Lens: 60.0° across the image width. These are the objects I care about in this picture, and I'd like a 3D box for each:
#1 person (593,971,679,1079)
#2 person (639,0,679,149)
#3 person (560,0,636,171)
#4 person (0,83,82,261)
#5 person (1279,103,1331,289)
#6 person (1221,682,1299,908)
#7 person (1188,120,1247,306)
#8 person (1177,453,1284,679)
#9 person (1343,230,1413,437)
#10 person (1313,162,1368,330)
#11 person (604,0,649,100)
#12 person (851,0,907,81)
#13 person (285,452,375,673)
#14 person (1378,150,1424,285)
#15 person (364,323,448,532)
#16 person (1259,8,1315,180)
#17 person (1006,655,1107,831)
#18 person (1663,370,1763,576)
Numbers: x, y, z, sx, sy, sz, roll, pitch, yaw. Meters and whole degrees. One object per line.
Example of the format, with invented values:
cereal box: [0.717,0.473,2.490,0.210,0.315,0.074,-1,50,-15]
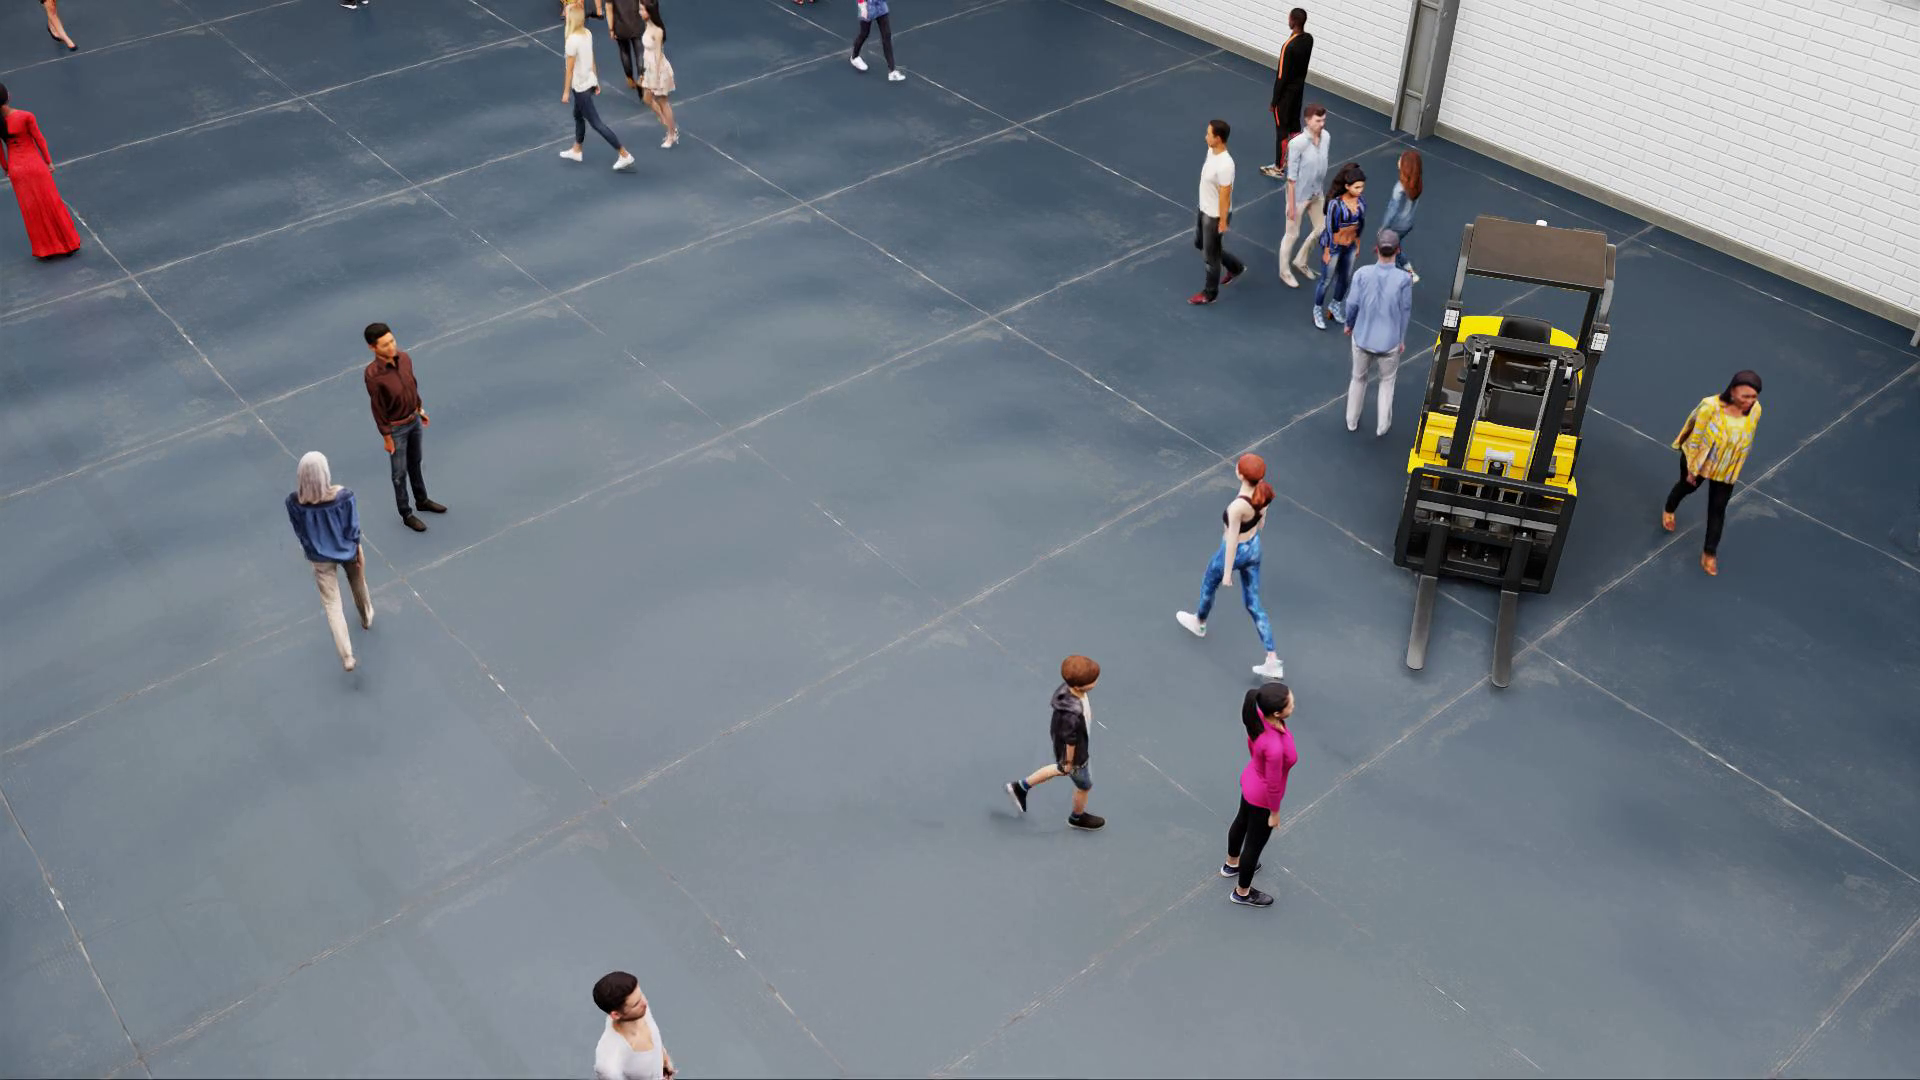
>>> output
person: [-1.682,2.736,8.147,0.893,1.840,0.833,4,39,4]
person: [-3.162,-5.037,17.972,0.683,1.725,0.571,-16,41,-19]
person: [-3.873,-4.734,17.553,1.200,1.775,1.059,7,39,9]
person: [-9.014,-3.559,16.082,0.727,1.785,0.748,-10,40,-12]
person: [3.187,-3.281,15.683,0.703,1.837,0.672,-21,43,-24]
person: [1.772,1.479,9.842,0.752,1.699,0.669,-4,39,-5]
person: [2.443,-3.058,15.451,0.957,1.788,0.919,-8,39,-10]
person: [1.980,0.202,11.408,0.589,1.741,1.217,-26,45,-29]
person: [3.400,-1.654,13.610,0.756,1.881,0.867,15,41,18]
person: [3.448,-2.653,15.071,0.673,1.620,0.654,-17,41,-20]
person: [-3.797,-5.912,19.093,0.918,1.694,1.070,-6,39,-7]
person: [-1.087,-6.299,19.522,0.719,1.763,1.155,-32,48,-33]
person: [-4.336,0.165,11.511,0.893,1.669,1.179,-12,40,-15]
person: [4.168,-2.918,15.526,0.726,1.467,0.653,25,45,28]
person: [-4.297,-0.891,12.736,0.682,1.781,0.712,15,41,18]
person: [3.476,-4.713,17.499,0.628,1.809,0.533,-30,47,-32]
person: [0.631,1.269,10.316,0.901,1.426,0.875,1,39,1]
person: [5.612,-0.609,12.526,1.101,1.602,1.191,0,39,0]
